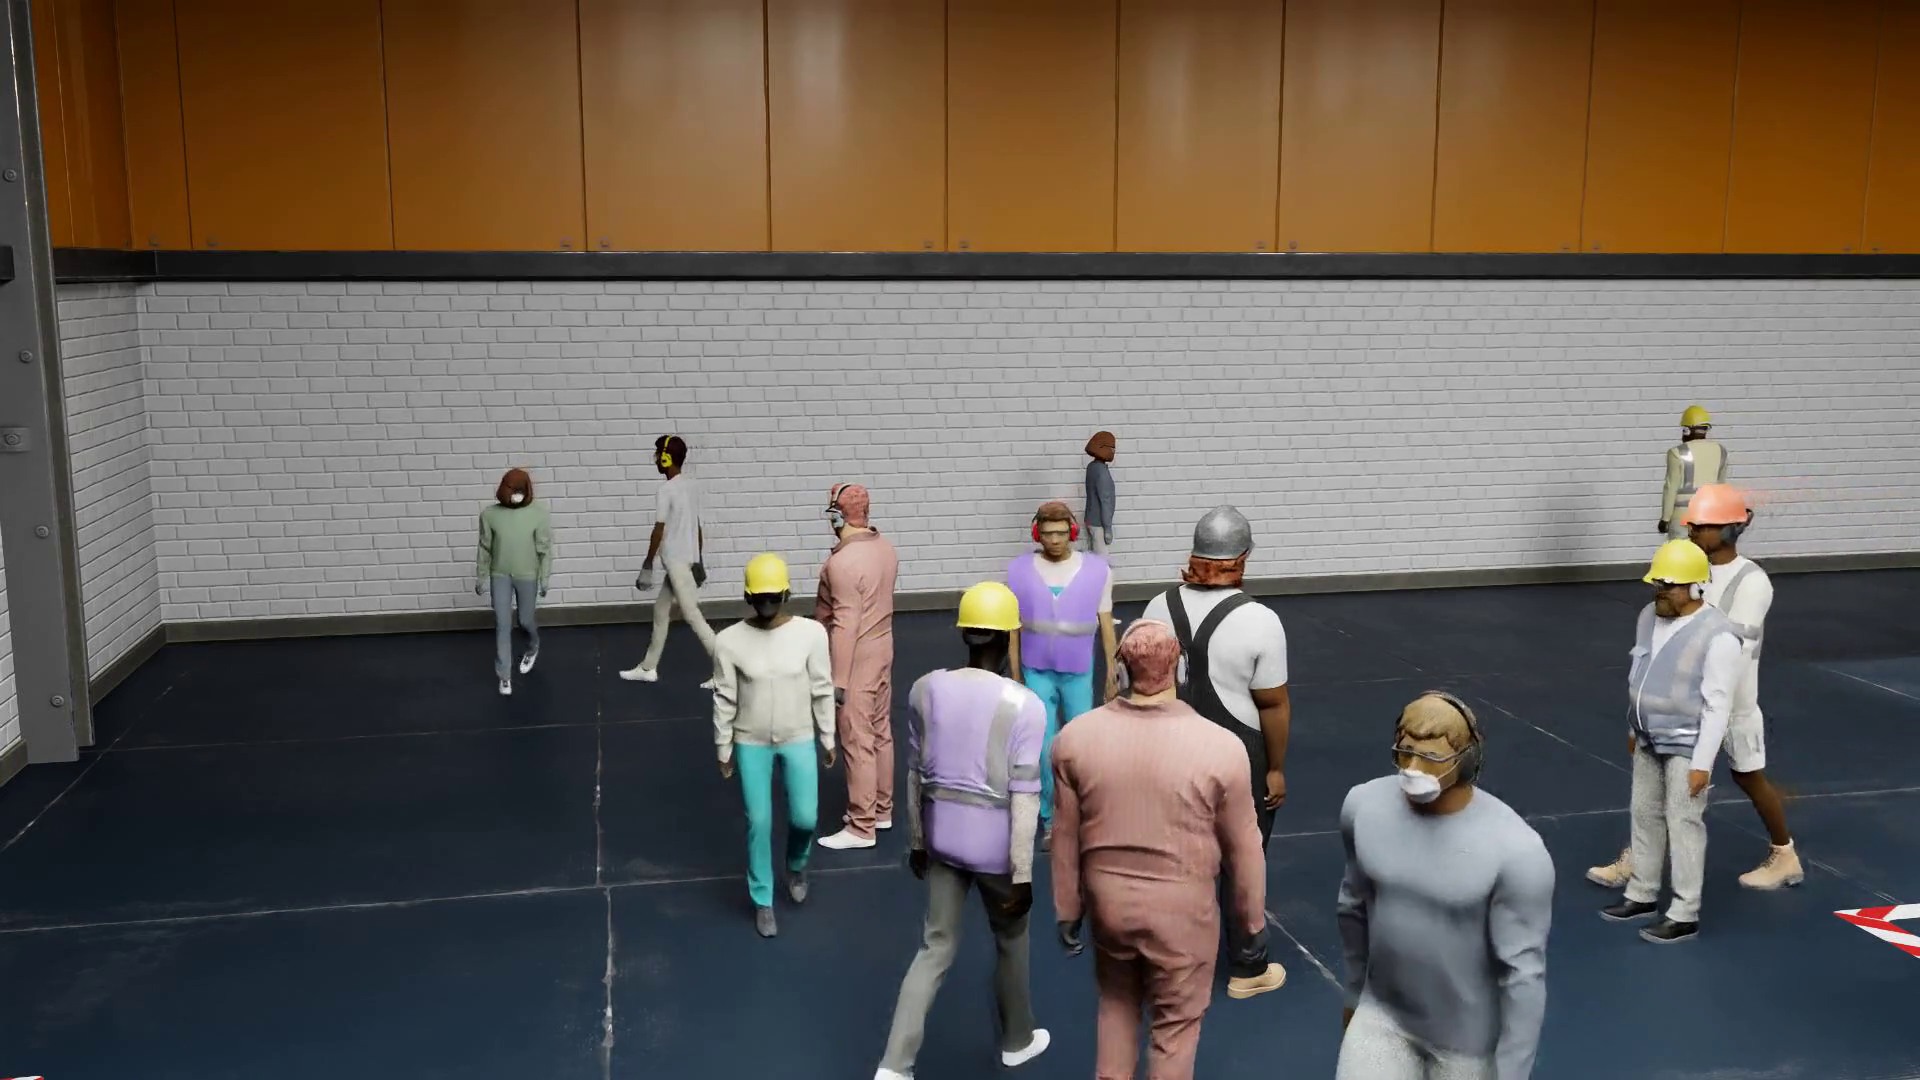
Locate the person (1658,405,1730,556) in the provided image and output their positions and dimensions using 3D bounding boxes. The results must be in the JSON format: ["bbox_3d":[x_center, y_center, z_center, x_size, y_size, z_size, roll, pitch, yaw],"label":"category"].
[{"bbox_3d":[6.275,-0.243,14.292,0.598,1.829,0.404,-2,10,-15],"label":"person"}]

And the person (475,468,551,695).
[{"bbox_3d":[-3.199,0.258,11.944,0.537,1.600,0.722,-2,9,-9],"label":"person"}]

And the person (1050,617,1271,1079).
[{"bbox_3d":[0.650,1.192,5.385,0.693,1.894,0.443,5,10,27],"label":"person"}]

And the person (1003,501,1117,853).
[{"bbox_3d":[0.530,0.674,8.745,0.602,1.815,0.674,1,9,9],"label":"person"}]

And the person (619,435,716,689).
[{"bbox_3d":[-2.012,0.166,11.856,0.970,1.826,0.535,2,10,15],"label":"person"}]

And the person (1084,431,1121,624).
[{"bbox_3d":[1.190,-0.108,14.075,0.289,1.632,0.497,-2,9,-10],"label":"person"}]

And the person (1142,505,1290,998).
[{"bbox_3d":[1.099,0.861,6.931,0.685,2.000,0.538,8,12,40],"label":"person"}]

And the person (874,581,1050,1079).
[{"bbox_3d":[-0.006,1.101,5.986,0.591,1.884,0.921,6,11,31],"label":"person"}]

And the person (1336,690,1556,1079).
[{"bbox_3d":[1.202,1.343,4.423,0.655,1.893,0.975,9,13,43],"label":"person"}]

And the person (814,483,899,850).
[{"bbox_3d":[-0.557,0.650,8.633,0.399,1.905,0.642,3,10,19],"label":"person"}]

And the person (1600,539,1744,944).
[{"bbox_3d":[3.180,0.890,7.437,0.420,1.820,0.619,-2,10,-14],"label":"person"}]

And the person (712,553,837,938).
[{"bbox_3d":[-0.836,0.903,7.504,0.559,1.753,0.481,-2,9,-9],"label":"person"}]

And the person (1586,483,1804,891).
[{"bbox_3d":[3.609,0.720,7.947,1.048,1.997,0.609,-2,9,-11],"label":"person"}]
